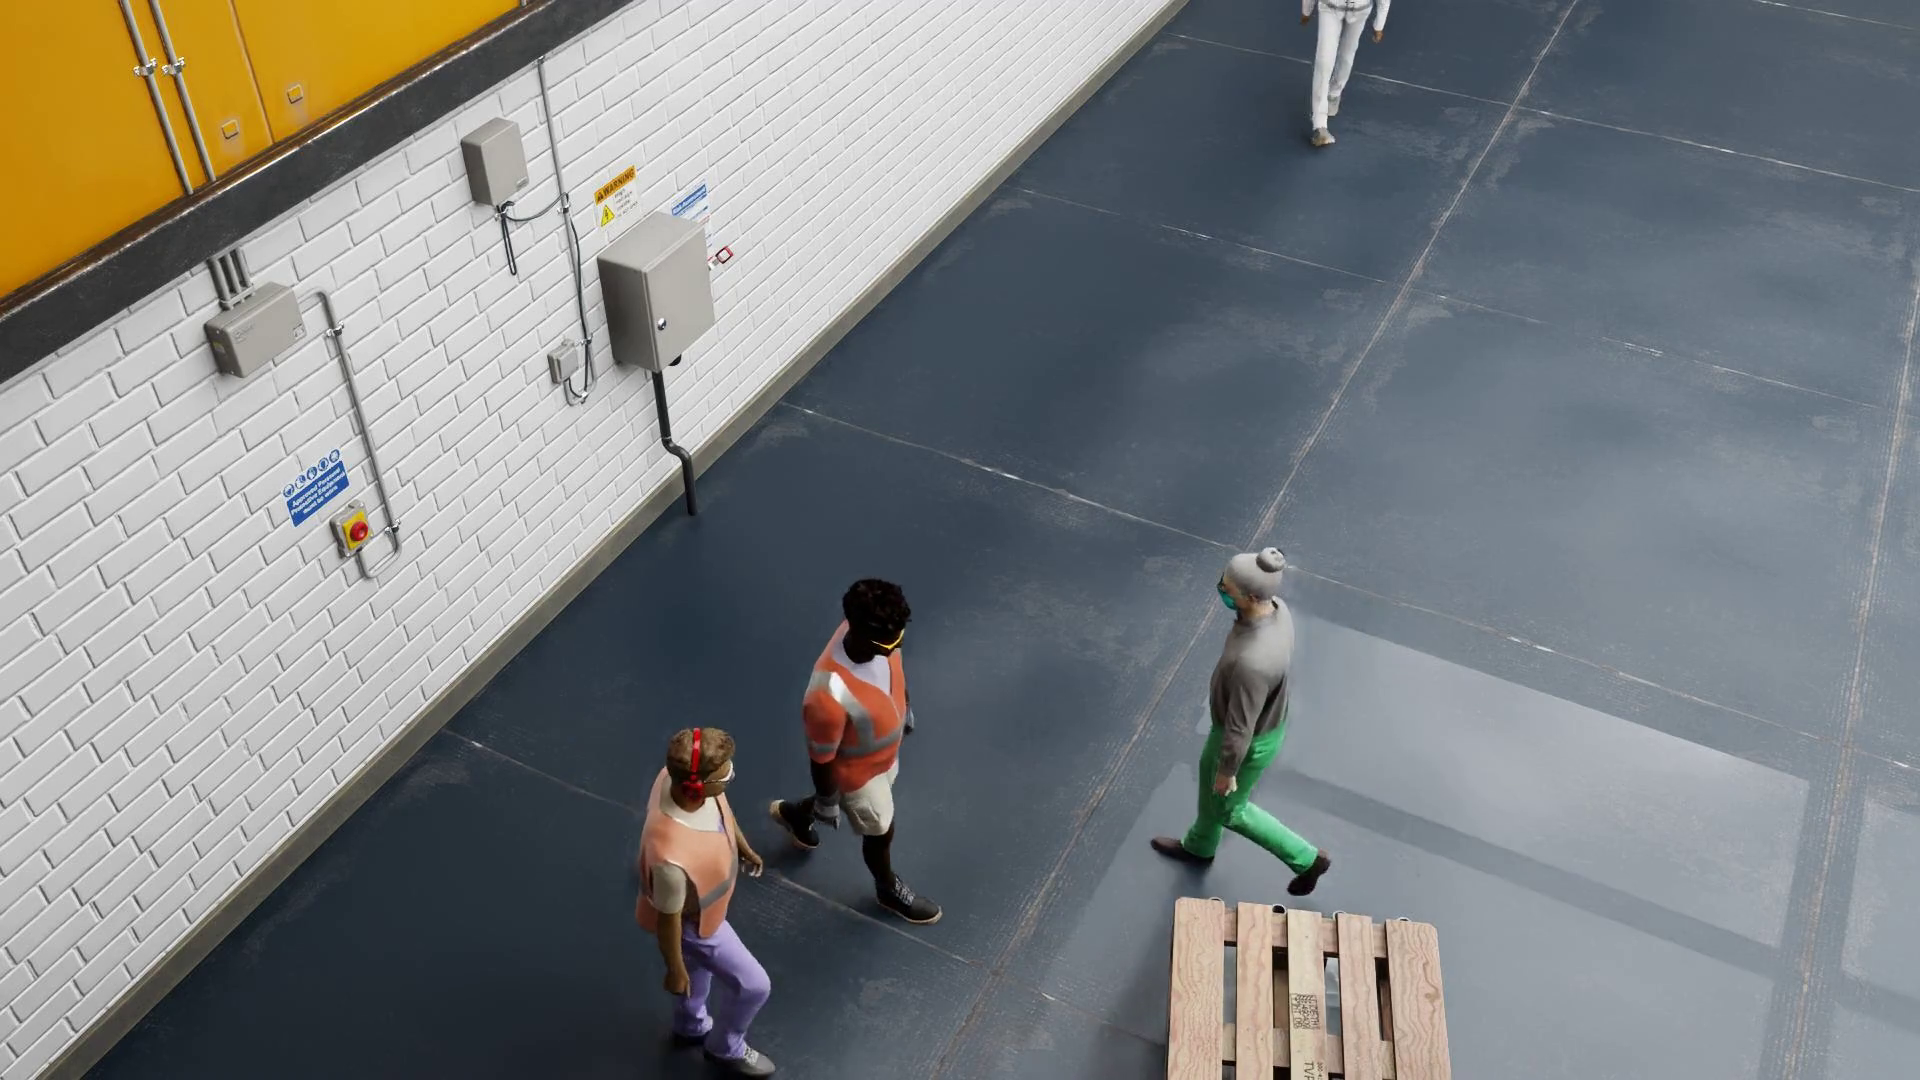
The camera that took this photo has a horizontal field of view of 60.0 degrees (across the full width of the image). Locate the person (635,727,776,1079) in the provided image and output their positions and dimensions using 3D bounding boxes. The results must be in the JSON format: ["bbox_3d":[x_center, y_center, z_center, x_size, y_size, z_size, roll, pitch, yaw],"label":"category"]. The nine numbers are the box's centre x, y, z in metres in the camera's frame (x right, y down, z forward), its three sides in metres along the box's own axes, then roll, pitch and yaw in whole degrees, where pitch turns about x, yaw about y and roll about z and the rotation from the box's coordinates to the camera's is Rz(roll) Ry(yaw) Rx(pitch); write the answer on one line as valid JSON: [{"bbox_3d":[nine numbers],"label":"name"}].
[{"bbox_3d":[-0.898,1.343,6.088,0.577,1.818,0.585,-2,41,-2],"label":"person"}]

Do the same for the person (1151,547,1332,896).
[{"bbox_3d":[1.221,0.766,6.757,0.709,1.827,0.549,11,42,12],"label":"person"}]

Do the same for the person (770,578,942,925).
[{"bbox_3d":[-0.466,0.807,6.631,0.764,1.932,0.654,15,43,17],"label":"person"}]

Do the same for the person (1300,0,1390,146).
[{"bbox_3d":[2.784,-3.825,12.071,0.615,1.824,1.005,5,41,6],"label":"person"}]
